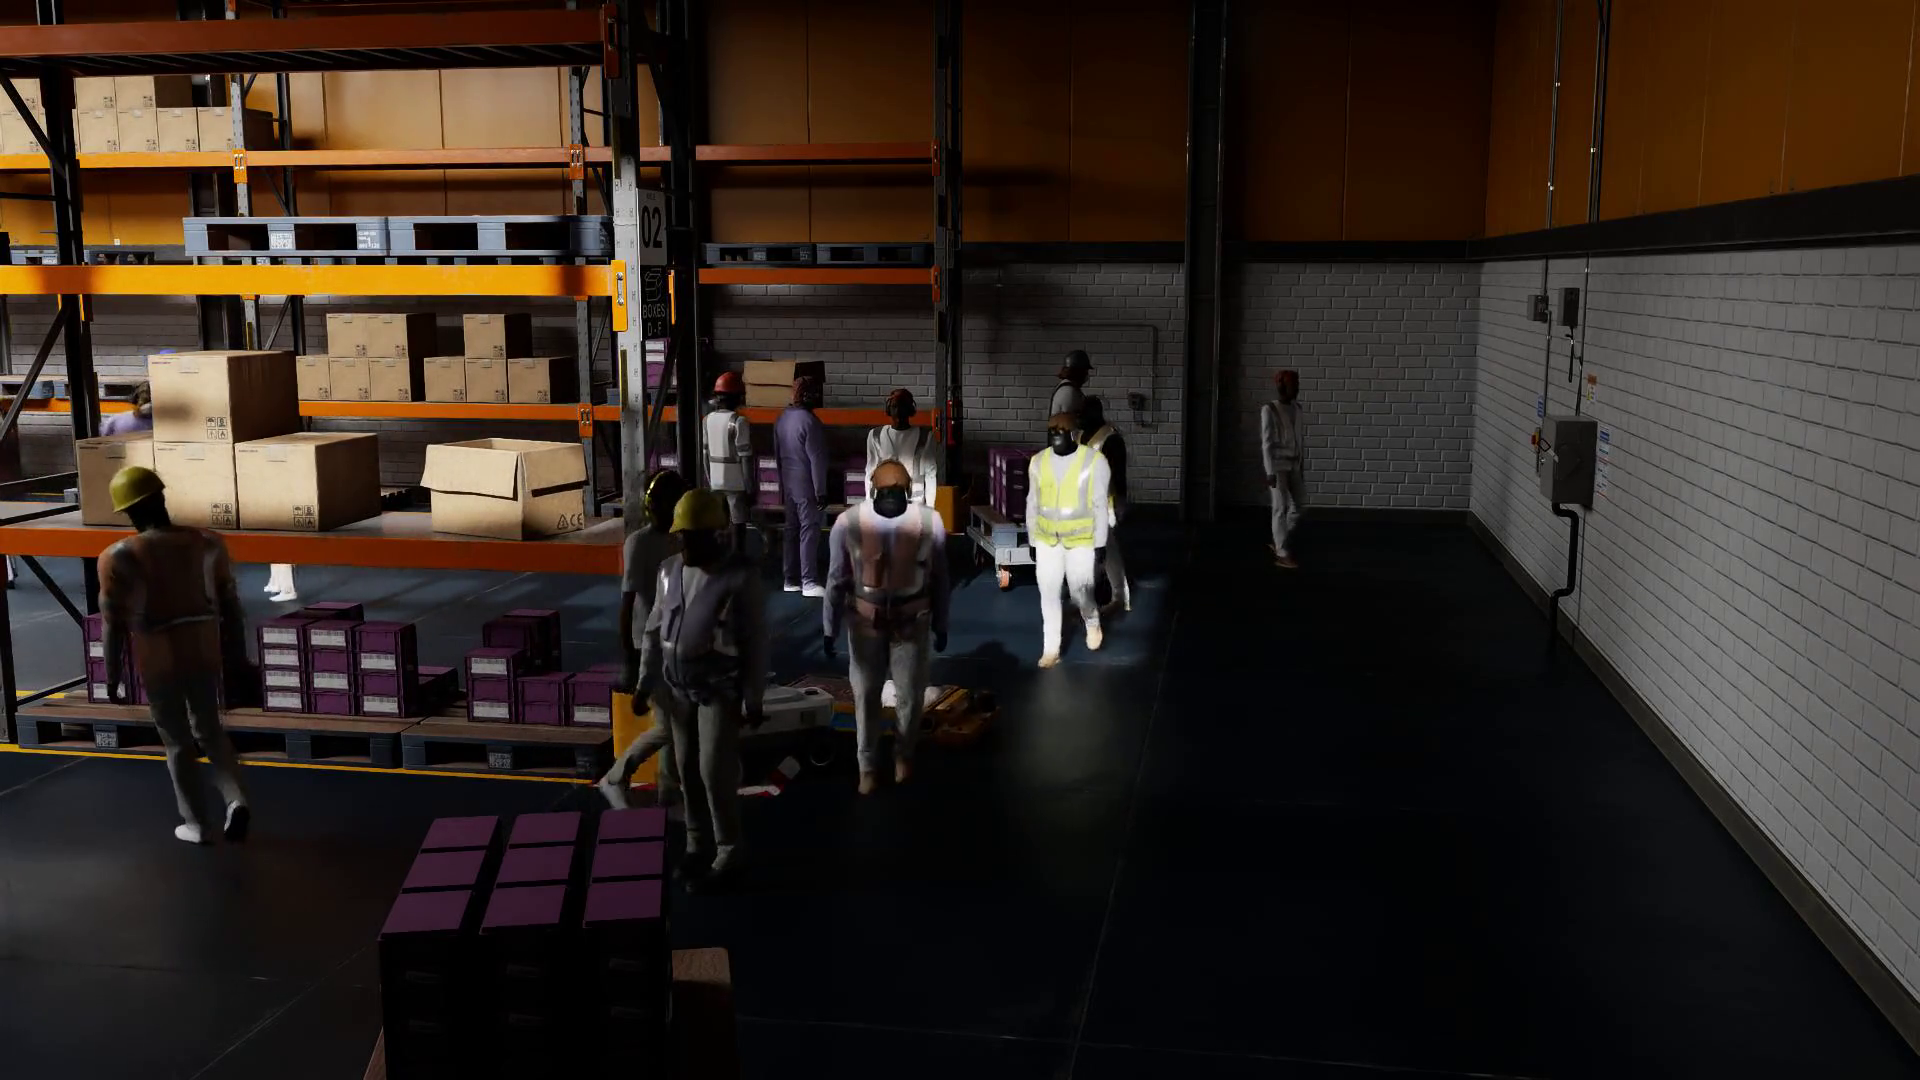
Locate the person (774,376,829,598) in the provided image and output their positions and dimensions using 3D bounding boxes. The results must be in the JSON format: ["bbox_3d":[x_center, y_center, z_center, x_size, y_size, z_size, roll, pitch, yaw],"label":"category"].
[{"bbox_3d":[-1.322,-0.459,14.346,0.406,1.906,0.654,-7,11,-37],"label":"person"}]

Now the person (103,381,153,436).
[{"bbox_3d":[-6.792,-0.379,13.887,0.660,1.892,0.818,-4,10,-24],"label":"person"}]

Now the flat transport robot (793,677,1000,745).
[{"bbox_3d":[-0.531,1.026,10.193,1.431,0.197,0.652,3,10,17],"label":"flat transport robot"}]

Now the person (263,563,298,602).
[{"bbox_3d":[-5.891,-0.287,14.151,0.689,1.608,0.543,5,10,26],"label":"person"}]

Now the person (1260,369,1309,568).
[{"bbox_3d":[3.097,-0.676,15.782,0.599,1.878,0.444,-7,11,-37],"label":"person"}]

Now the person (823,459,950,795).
[{"bbox_3d":[-0.391,0.463,8.895,0.674,1.822,0.441,0,9,-3],"label":"person"}]

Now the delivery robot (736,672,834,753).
[{"bbox_3d":[-1.077,0.981,9.303,0.707,0.478,0.477,-4,10,-24],"label":"delivery robot"}]

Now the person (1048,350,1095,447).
[{"bbox_3d":[1.152,-0.918,16.779,0.536,2.000,0.703,0,9,0],"label":"person"}]

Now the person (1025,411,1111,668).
[{"bbox_3d":[0.772,-0.014,11.845,0.640,1.822,0.588,4,10,24],"label":"person"}]

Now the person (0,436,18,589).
[{"bbox_3d":[-8.561,-0.423,14.625,0.449,1.752,0.526,0,9,-1],"label":"person"}]

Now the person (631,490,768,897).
[{"bbox_3d":[-1.189,0.677,7.576,0.615,1.815,0.522,6,11,34],"label":"person"}]

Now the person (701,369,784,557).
[{"bbox_3d":[-2.200,-0.710,16.037,0.928,1.887,0.643,0,9,2],"label":"person"}]

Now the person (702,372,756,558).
[{"bbox_3d":[-1.979,-0.485,14.412,0.544,1.938,0.355,6,11,35],"label":"person"}]

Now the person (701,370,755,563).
[{"bbox_3d":[-2.389,-0.637,15.514,0.980,1.901,0.641,-5,10,-27],"label":"person"}]

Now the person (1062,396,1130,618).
[{"bbox_3d":[1.061,-0.269,13.541,0.807,1.800,0.655,-3,10,-19],"label":"person"}]

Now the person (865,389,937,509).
[{"bbox_3d":[-0.472,-0.255,13.153,0.575,1.884,0.355,1,9,9],"label":"person"}]

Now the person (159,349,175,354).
[{"bbox_3d":[-8.712,-1.138,18.439,0.615,1.943,0.409,-5,10,-28],"label":"person"}]

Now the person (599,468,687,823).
[{"bbox_3d":[-1.523,0.548,8.294,0.478,1.846,0.570,4,10,21],"label":"person"}]

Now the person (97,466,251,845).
[{"bbox_3d":[-3.748,0.582,7.979,0.507,1.884,0.634,9,12,43],"label":"person"}]
